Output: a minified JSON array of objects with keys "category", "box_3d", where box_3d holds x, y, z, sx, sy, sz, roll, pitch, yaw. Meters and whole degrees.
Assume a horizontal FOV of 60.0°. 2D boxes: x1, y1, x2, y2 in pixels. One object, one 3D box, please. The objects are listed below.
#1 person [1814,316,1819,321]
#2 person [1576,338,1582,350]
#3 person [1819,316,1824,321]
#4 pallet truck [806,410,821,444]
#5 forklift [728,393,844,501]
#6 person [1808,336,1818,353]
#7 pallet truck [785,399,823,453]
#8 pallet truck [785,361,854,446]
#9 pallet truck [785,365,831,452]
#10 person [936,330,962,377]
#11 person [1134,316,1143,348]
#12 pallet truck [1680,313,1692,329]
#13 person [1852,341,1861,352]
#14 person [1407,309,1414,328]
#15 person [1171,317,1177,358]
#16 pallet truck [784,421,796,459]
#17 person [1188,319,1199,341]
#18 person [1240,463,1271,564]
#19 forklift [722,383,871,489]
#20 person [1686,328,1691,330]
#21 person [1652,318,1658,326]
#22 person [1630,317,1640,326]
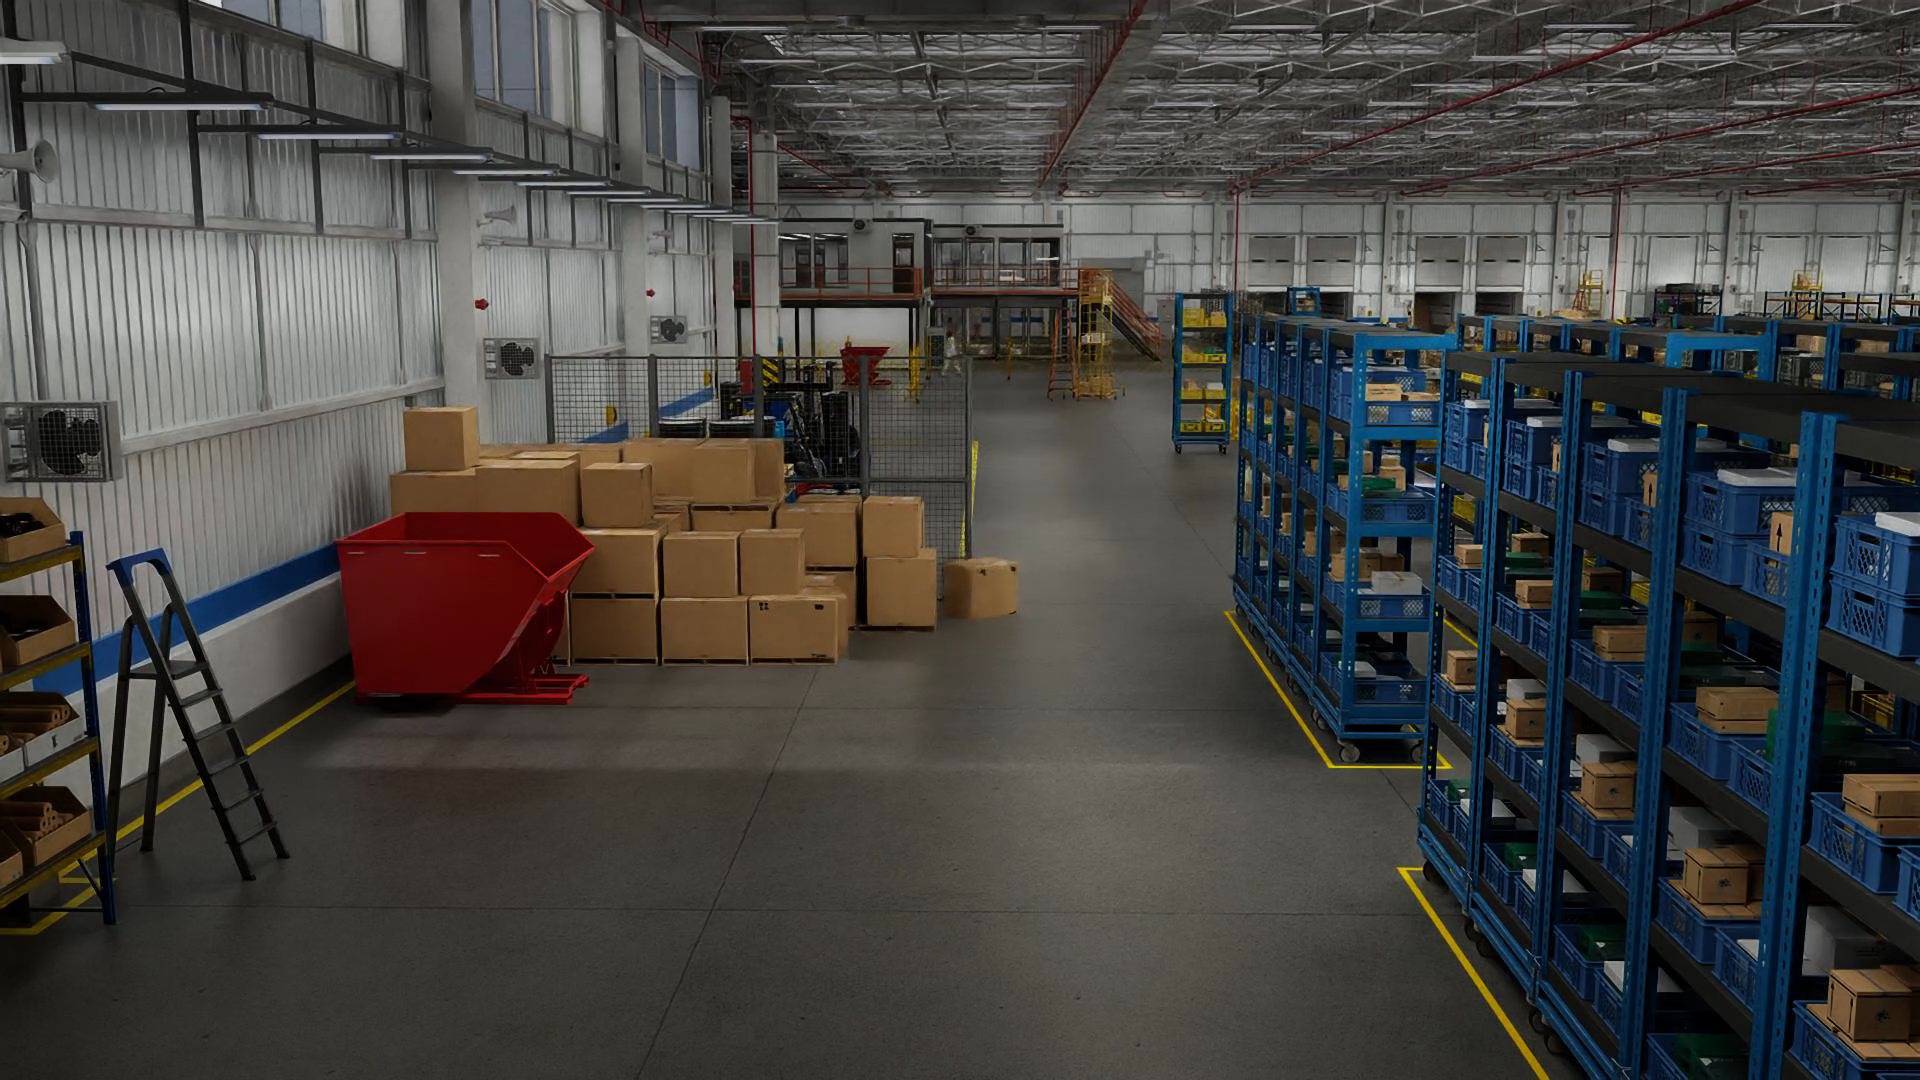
[{"category":"person","box_3d":[41.220,-9.810,80.047,0.399,1.916,0.590,-1,9,-4]},{"category":"person","box_3d":[24.802,-7.808,67.308,0.676,2.000,0.536,2,9,13]},{"category":"person","box_3d":[42.941,-10.257,83.035,0.629,1.840,0.429,2,9,11]},{"category":"pallet truck","box_3d":[-3.559,-2.018,33.905,1.522,1.261,0.704,0,9,-1]},{"category":"forklift","box_3d":[-2.979,-1.316,26.476,2.680,1.987,1.157,0,9,1]},{"category":"person","box_3d":[33.389,-7.412,65.212,0.400,1.926,0.566,9,13,43]},{"category":"pallet truck","box_3d":[-3.814,-2.432,36.419,1.630,1.274,0.653,0,9,1]},{"category":"pallet truck","box_3d":[-3.410,-3.193,38.978,1.885,1.965,0.823,0,9,-1]},{"category":"pallet truck","box_3d":[-3.774,-2.976,37.635,1.885,1.965,0.823,1,9,5]},{"category":"person","box_3d":[-0.386,-7.211,64.309,1.003,1.834,0.581,0,9,0]},{"category":"person","box_3d":[9.470,-11.093,88.201,0.429,1.841,0.633,-1,9,-9]},{"category":"pallet truck","box_3d":[36.315,-10.531,84.244,0.823,1.965,1.885,-6,11,-33]},{"category":"person","box_3d":[31.225,-6.151,58.221,0.634,1.679,0.532,6,11,33]},{"category":"person","box_3d":[25.605,-12.183,94.686,0.399,1.918,0.587,6,11,33]},{"category":"person","box_3d":[10.132,-9.455,77.795,0.545,1.936,0.362,-8,12,-42]},{"category":"pallet truck","box_3d":[-4.013,-1.793,32.705,1.601,1.201,0.680,0,9,1]},{"category":"person","box_3d":[13.643,-12.626,97.437,0.810,1.905,0.628,3,10,18]},{"category":"person","box_3d":[3.930,-0.368,22.052,0.592,1.834,0.404,9,13,43]},{"category":"forklift","box_3d":[-2.893,-1.687,28.729,2.680,1.987,1.157,0,9,-1]},{"category":"person","box_3d":[26.683,-6.789,61.171,0.391,1.990,0.622,-4,10,-25]},{"category":"person","box_3d":[35.759,-10.602,85.664,0.531,1.676,0.548,-3,10,-16]},{"category":"person","box_3d":[31.728,-9.539,78.386,0.612,1.925,0.409,0,9,-1]}]
